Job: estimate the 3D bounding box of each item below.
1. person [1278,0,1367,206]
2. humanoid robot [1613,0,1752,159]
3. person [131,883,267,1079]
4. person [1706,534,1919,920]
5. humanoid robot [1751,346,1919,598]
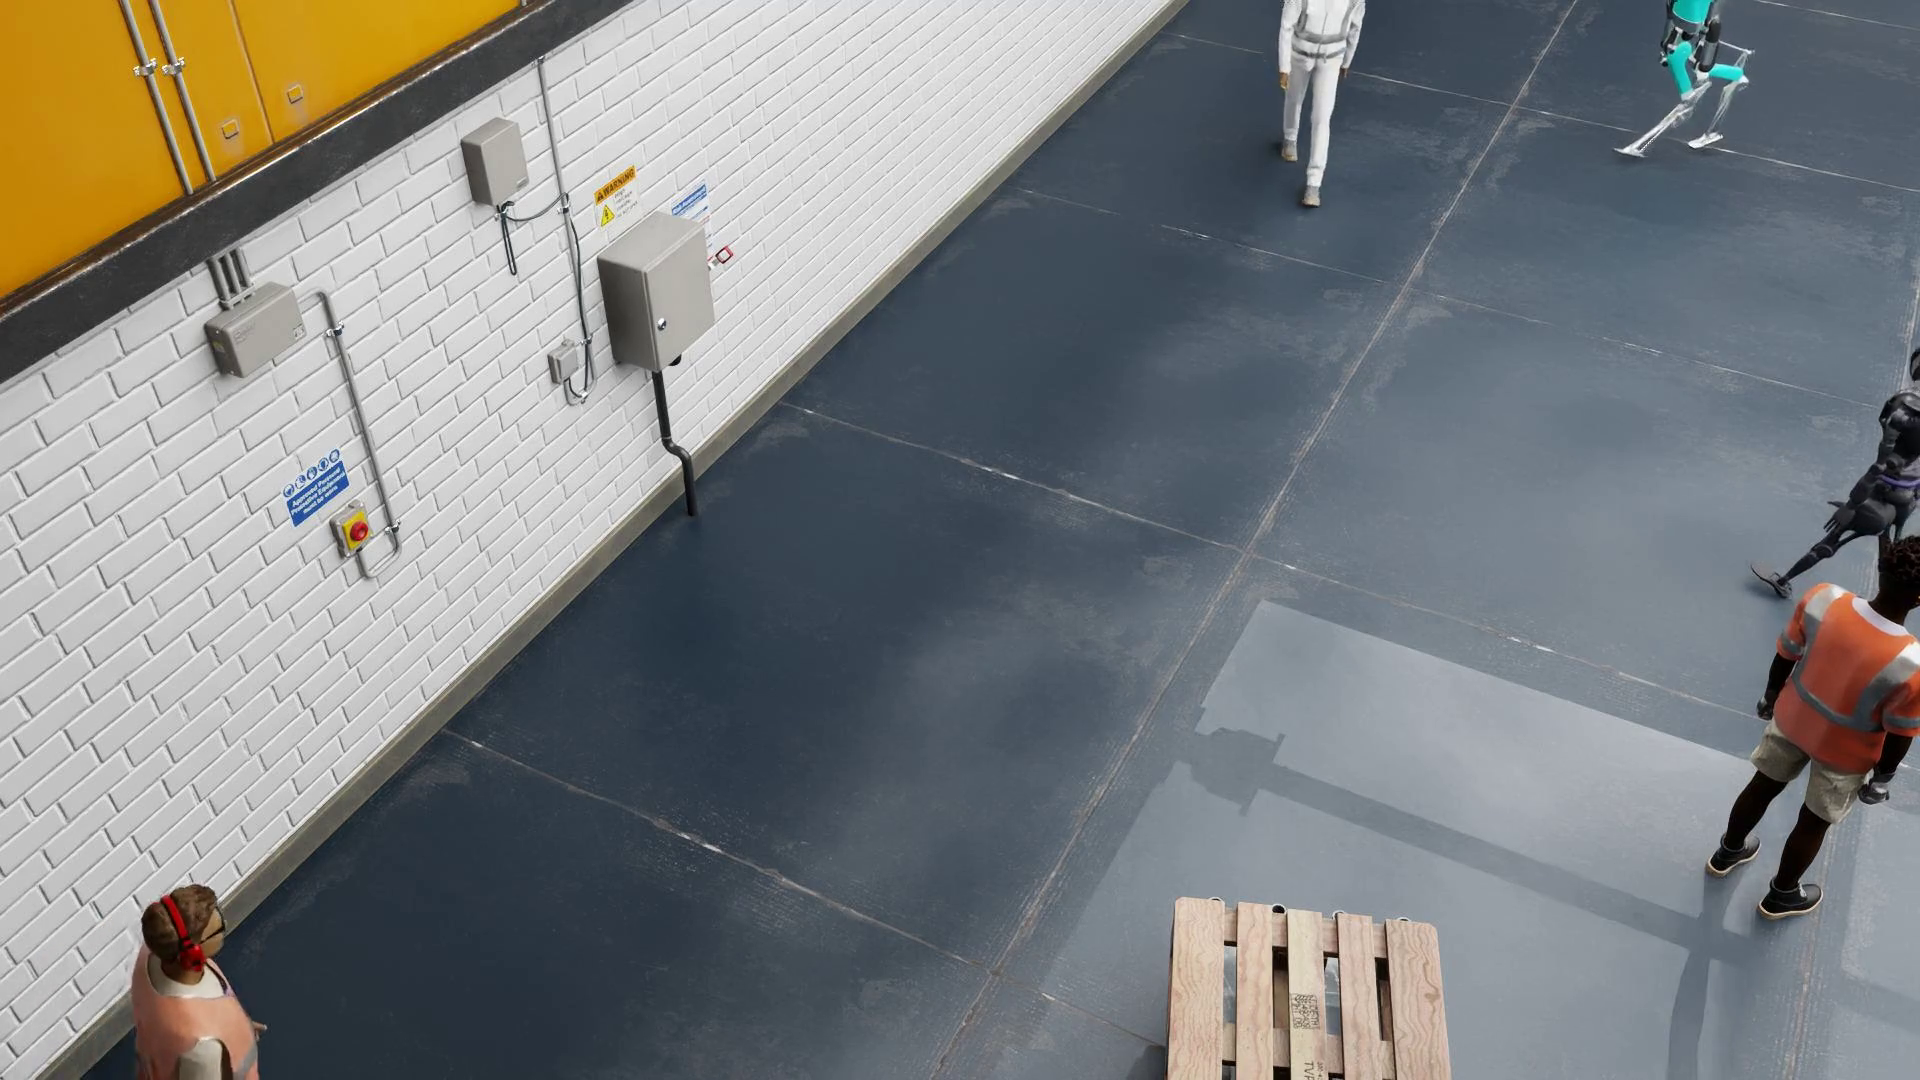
[{"bbox_3d":[2.470,-3.332,11.515,0.565,1.830,1.031,5,41,6],"label":"person"},{"bbox_3d":[5.310,-3.495,11.801,1.058,1.753,0.566,-11,42,-12],"label":"humanoid robot"},{"bbox_3d":[-2.391,1.798,5.587,0.991,1.782,0.589,-27,48,-28],"label":"person"},{"bbox_3d":[3.485,0.760,6.658,0.361,1.963,0.613,-20,45,-22],"label":"person"},{"bbox_3d":[4.484,-0.278,8.104,0.585,1.626,0.750,-29,48,-29],"label":"humanoid robot"}]
